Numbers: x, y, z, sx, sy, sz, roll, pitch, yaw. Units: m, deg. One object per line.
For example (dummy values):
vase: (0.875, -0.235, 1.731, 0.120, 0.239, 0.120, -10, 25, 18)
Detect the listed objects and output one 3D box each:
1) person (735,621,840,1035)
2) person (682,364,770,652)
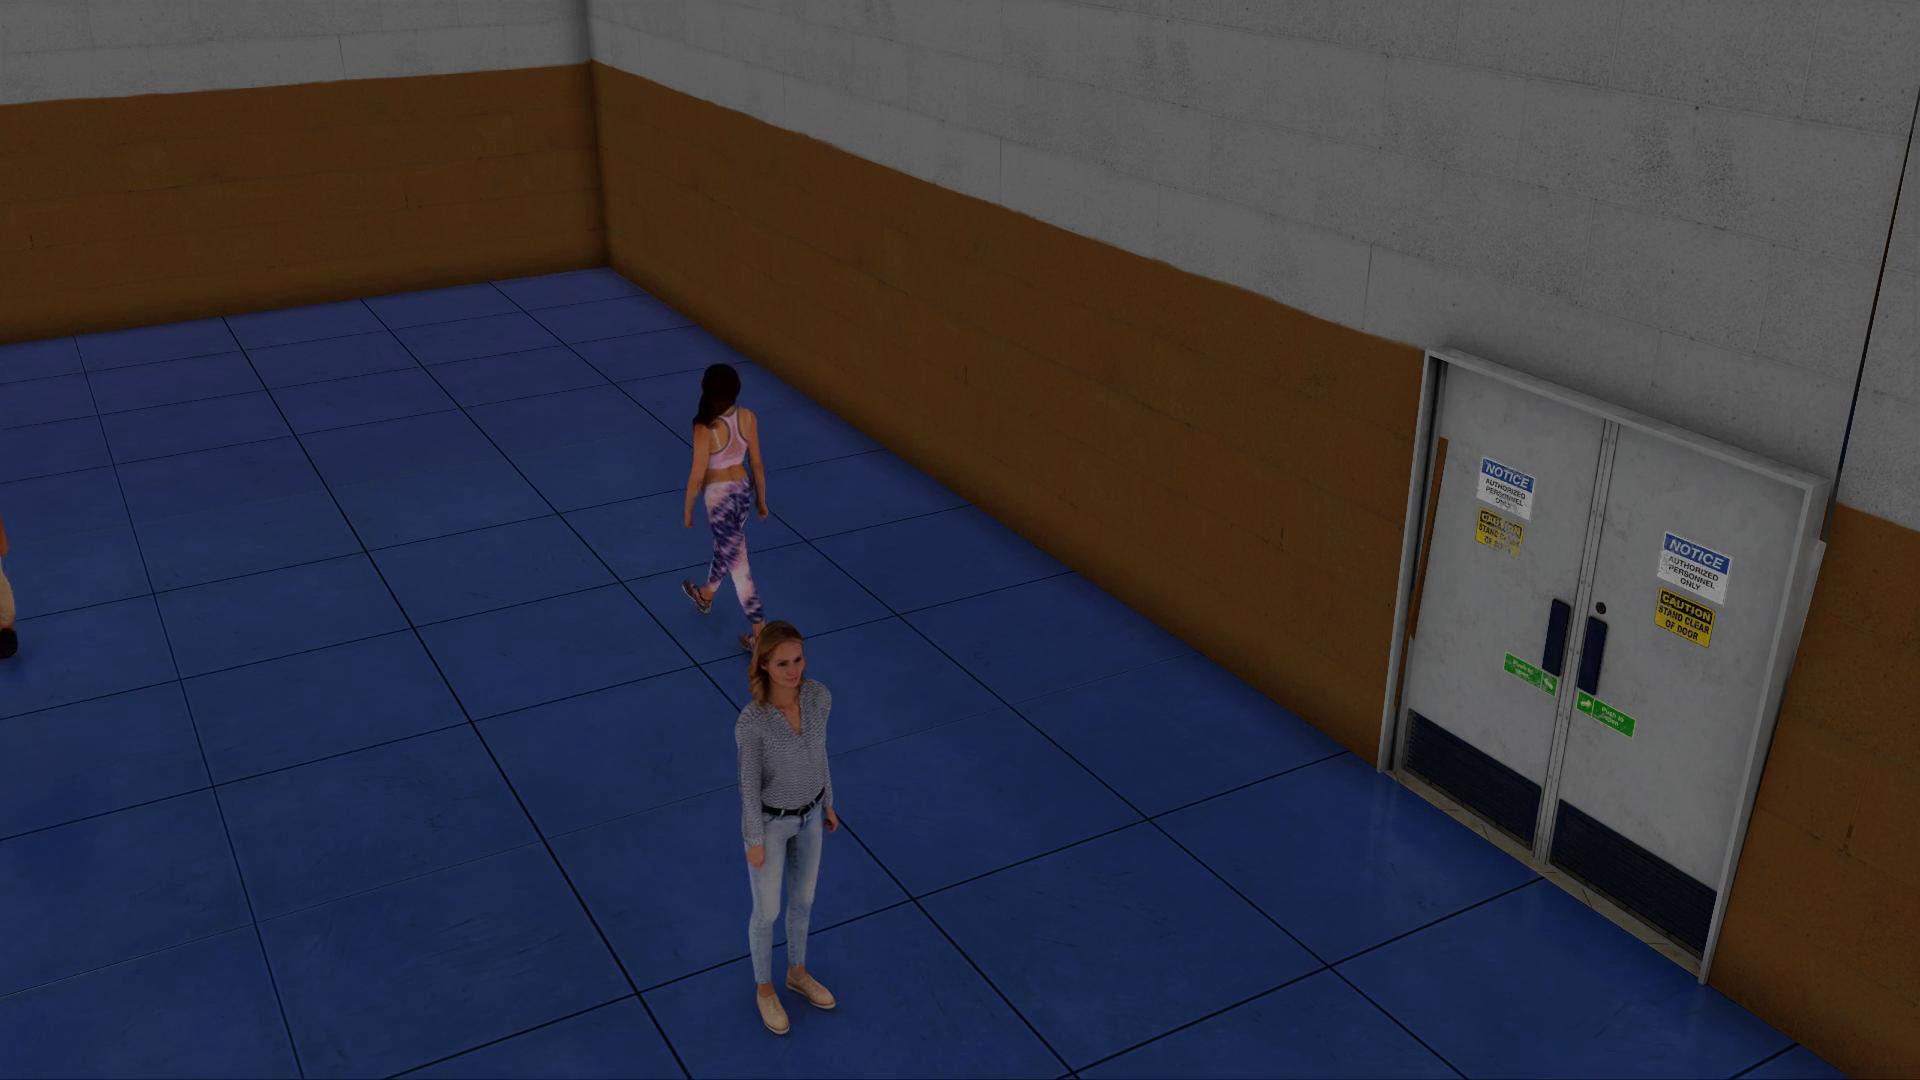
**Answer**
person: (-0.694, 1.133, 6.652, 0.496, 1.795, 0.682, -19, 30, -37)
person: (-1.277, -0.134, 9.634, 0.902, 1.725, 1.136, 20, 31, 38)
